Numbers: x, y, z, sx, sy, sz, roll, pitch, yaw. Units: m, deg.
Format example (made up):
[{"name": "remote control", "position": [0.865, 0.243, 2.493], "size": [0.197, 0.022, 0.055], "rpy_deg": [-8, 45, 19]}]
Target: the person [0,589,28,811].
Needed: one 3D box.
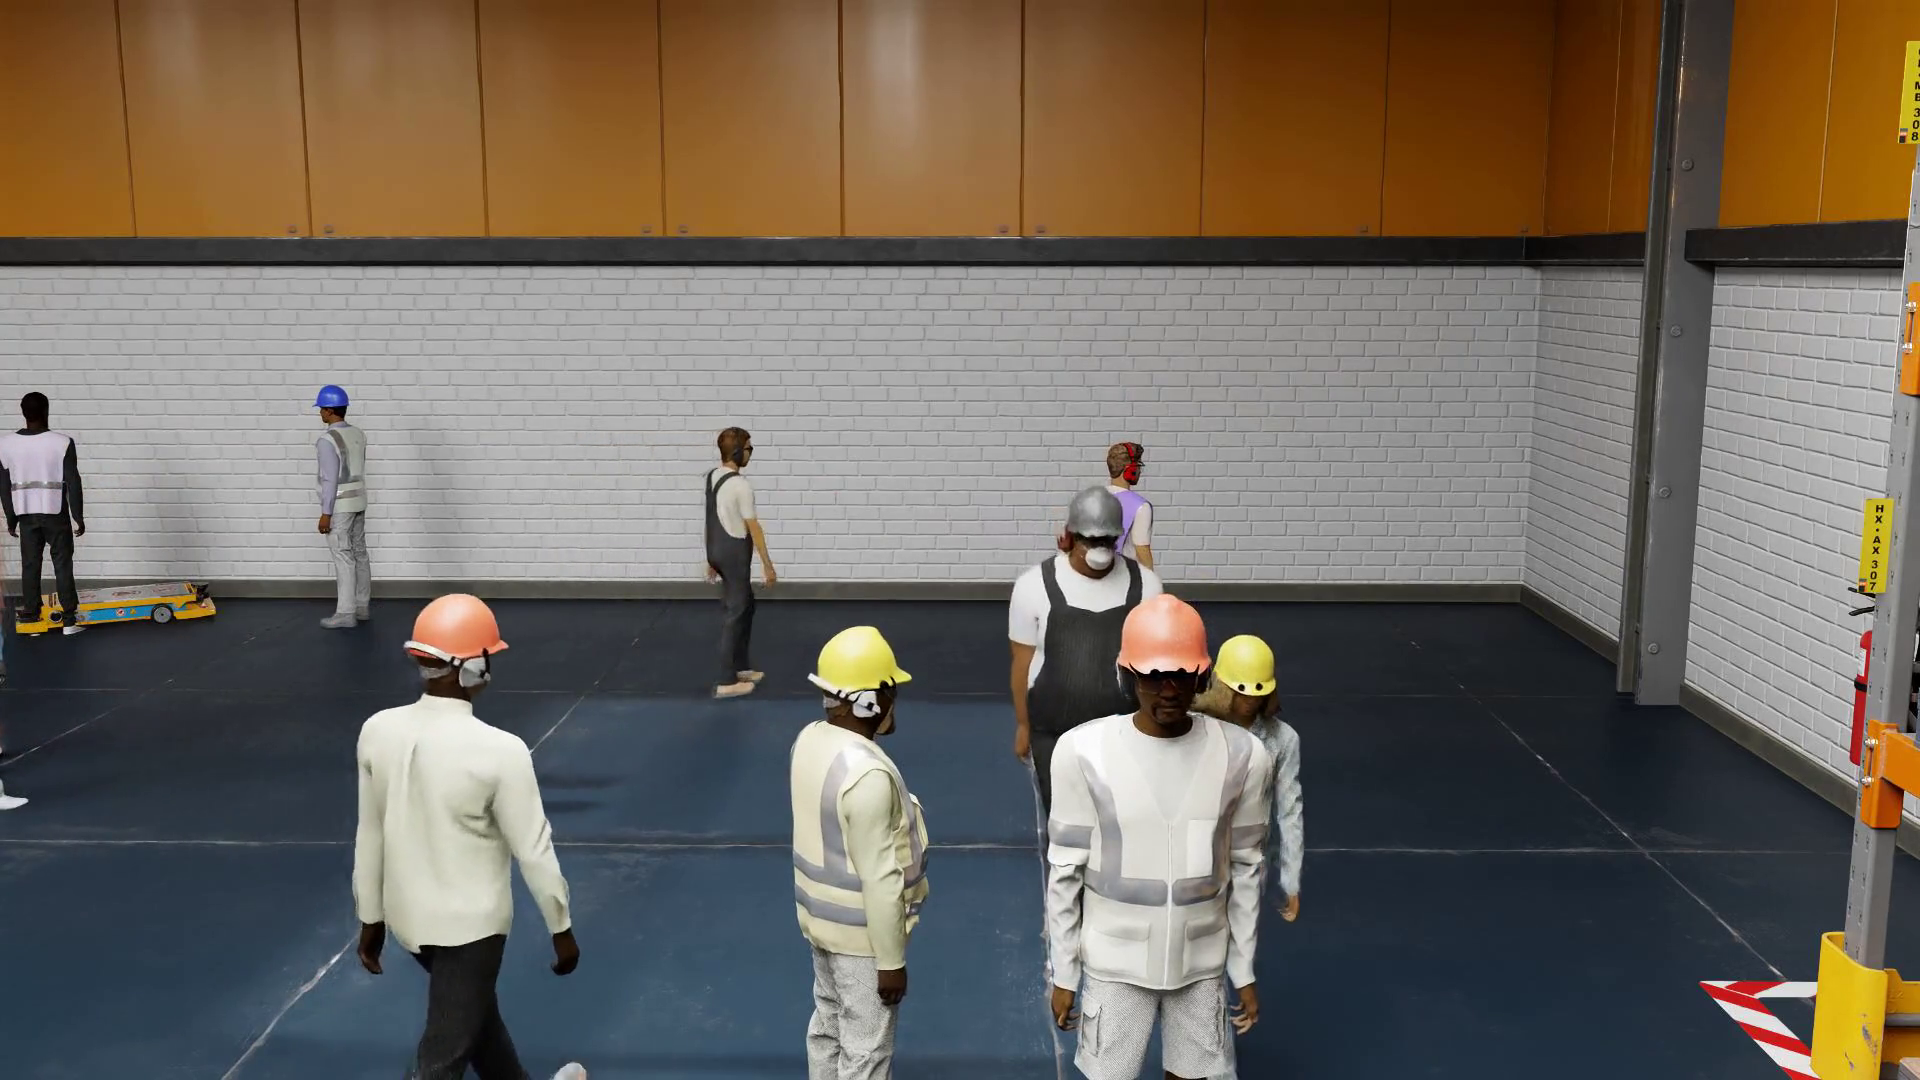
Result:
[{"name": "person", "position": [-5.275, 0.640, 8.848], "size": [0.523, 1.636, 0.310], "rpy_deg": [5, 11, 26]}]

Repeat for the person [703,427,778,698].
[{"name": "person", "position": [-1.435, 0.147, 11.235], "size": [0.592, 1.828, 0.524], "rpy_deg": [-7, 12, -35]}]

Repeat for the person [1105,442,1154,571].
[{"name": "person", "position": [0.950, 0.326, 10.100], "size": [0.373, 1.843, 0.571], "rpy_deg": [-7, 12, -38]}]

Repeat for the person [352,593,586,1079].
[{"name": "person", "position": [-1.468, 1.118, 5.073], "size": [0.655, 1.934, 1.030], "rpy_deg": [5, 11, 28]}]

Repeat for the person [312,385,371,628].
[{"name": "person", "position": [-4.973, -0.272, 13.380], "size": [0.391, 1.948, 0.606], "rpy_deg": [1, 10, 6]}]

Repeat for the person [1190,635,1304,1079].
[{"name": "person", "position": [0.928, 1.147, 5.646], "size": [0.502, 1.676, 0.931], "rpy_deg": [-2, 10, -11]}]

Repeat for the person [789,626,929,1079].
[{"name": "person", "position": [-0.299, 1.167, 5.102], "size": [0.403, 1.834, 0.586], "rpy_deg": [-5, 11, -26]}]

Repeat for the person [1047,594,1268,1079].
[{"name": "person", "position": [0.543, 1.152, 4.568], "size": [0.608, 2.044, 0.371], "rpy_deg": [-1, 10, -6]}]

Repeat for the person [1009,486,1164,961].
[{"name": "person", "position": [0.544, 0.713, 7.204], "size": [0.682, 2.000, 0.781], "rpy_deg": [-1, 10, -7]}]

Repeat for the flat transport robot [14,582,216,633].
[{"name": "flat transport robot", "position": [-6.878, 0.536, 13.555], "size": [1.431, 0.197, 0.652], "rpy_deg": [-5, 11, -28]}]

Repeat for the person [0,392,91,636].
[{"name": "person", "position": [-7.178, -0.197, 13.022], "size": [0.591, 1.919, 0.392], "rpy_deg": [-2, 10, -10]}]

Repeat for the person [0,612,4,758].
[{"name": "person", "position": [-5.743, 0.466, 9.228], "size": [0.661, 1.847, 0.989], "rpy_deg": [3, 10, 18]}]
